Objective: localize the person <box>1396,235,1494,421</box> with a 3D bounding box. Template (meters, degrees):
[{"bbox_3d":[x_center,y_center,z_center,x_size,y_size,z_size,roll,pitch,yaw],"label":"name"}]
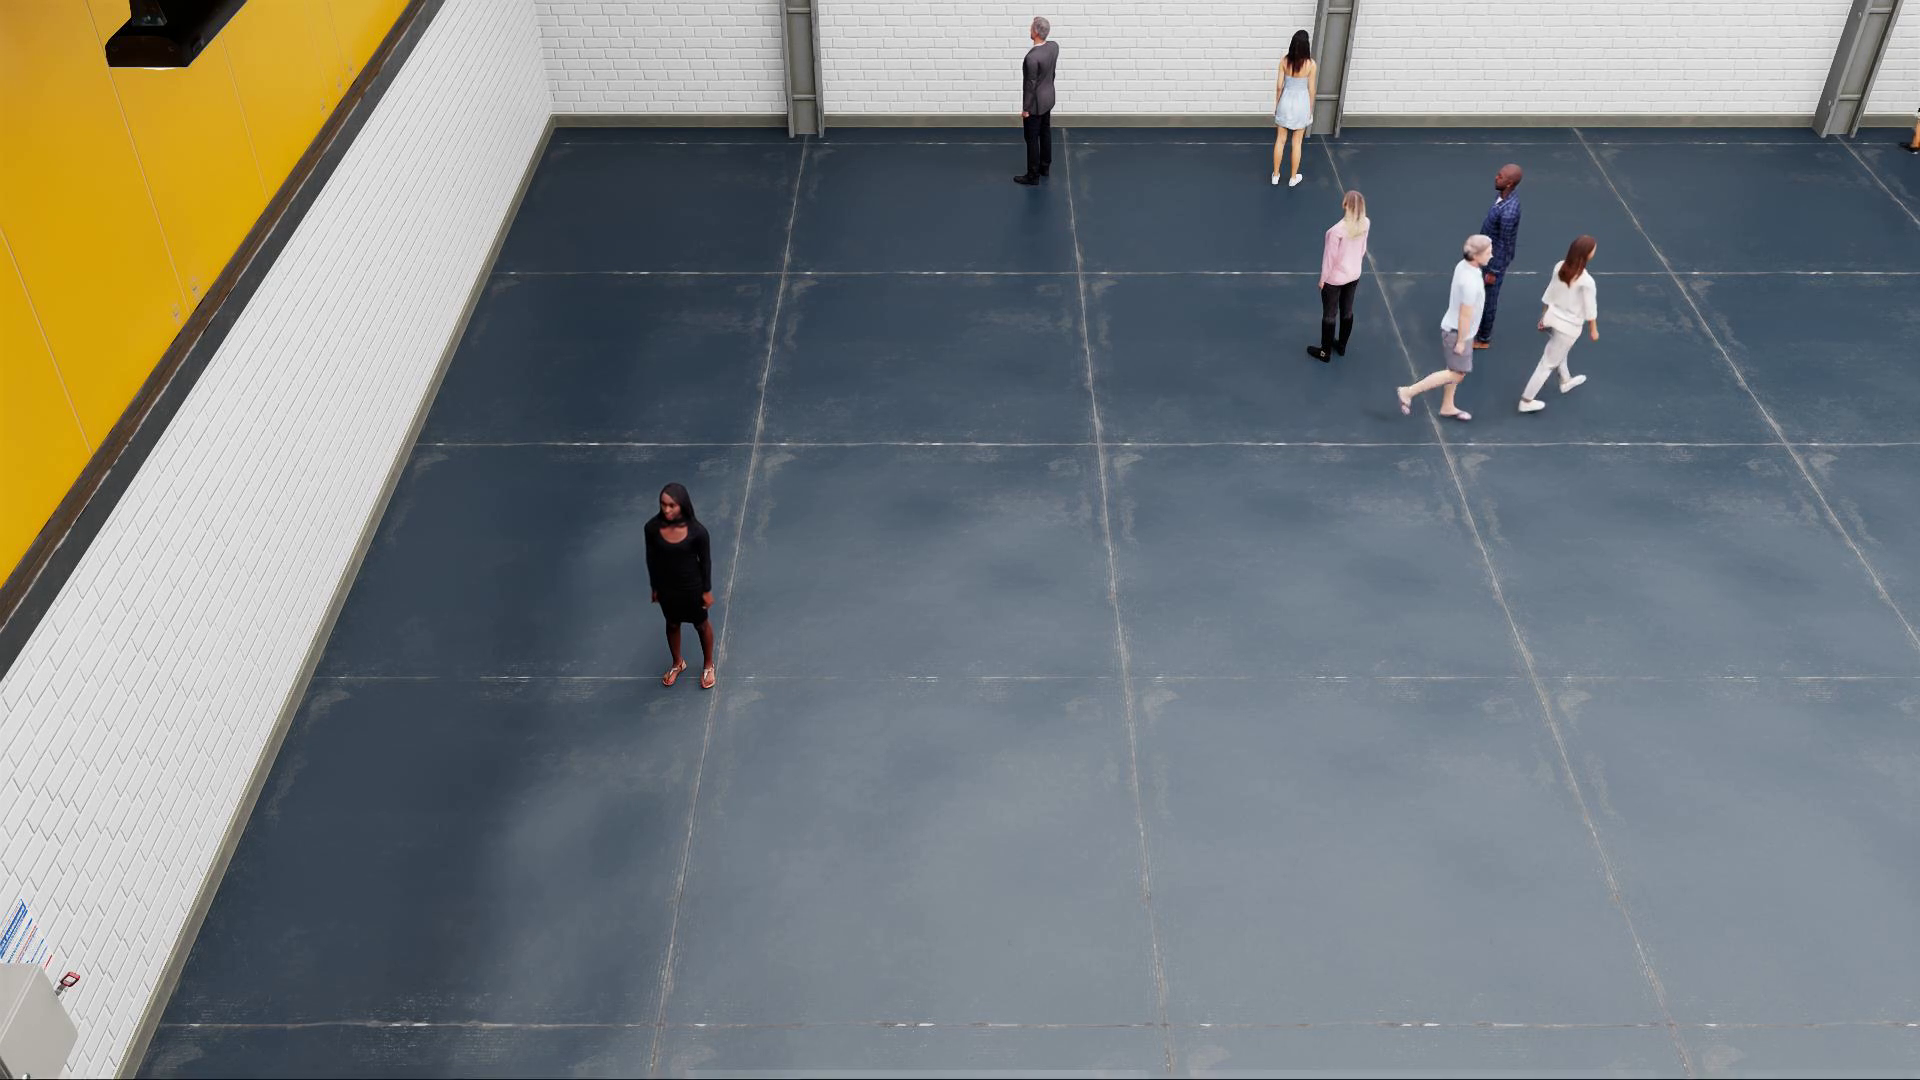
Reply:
[{"bbox_3d":[4.191,-1.797,14.260,0.984,1.816,0.767,7,39,9],"label":"person"}]

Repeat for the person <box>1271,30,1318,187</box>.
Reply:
[{"bbox_3d":[3.586,-4.653,17.906,0.577,1.730,0.712,12,40,15],"label":"person"}]

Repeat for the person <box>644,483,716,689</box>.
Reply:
[{"bbox_3d":[-1.951,0.323,11.684,0.491,1.719,0.699,5,39,6],"label":"person"}]

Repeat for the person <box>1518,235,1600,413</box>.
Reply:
[{"bbox_3d":[5.171,-1.837,14.443,1.098,1.651,0.863,-13,41,-16],"label":"person"}]

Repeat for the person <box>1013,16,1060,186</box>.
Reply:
[{"bbox_3d":[0.839,-4.751,17.940,0.804,1.842,0.806,21,43,24],"label":"person"}]

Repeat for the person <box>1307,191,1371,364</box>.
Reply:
[{"bbox_3d":[3.476,-2.403,15.122,0.639,1.688,0.743,-20,43,-23],"label":"person"}]

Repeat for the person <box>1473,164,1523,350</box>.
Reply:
[{"bbox_3d":[4.907,-2.613,15.281,0.623,1.818,0.688,5,39,6],"label":"person"}]
